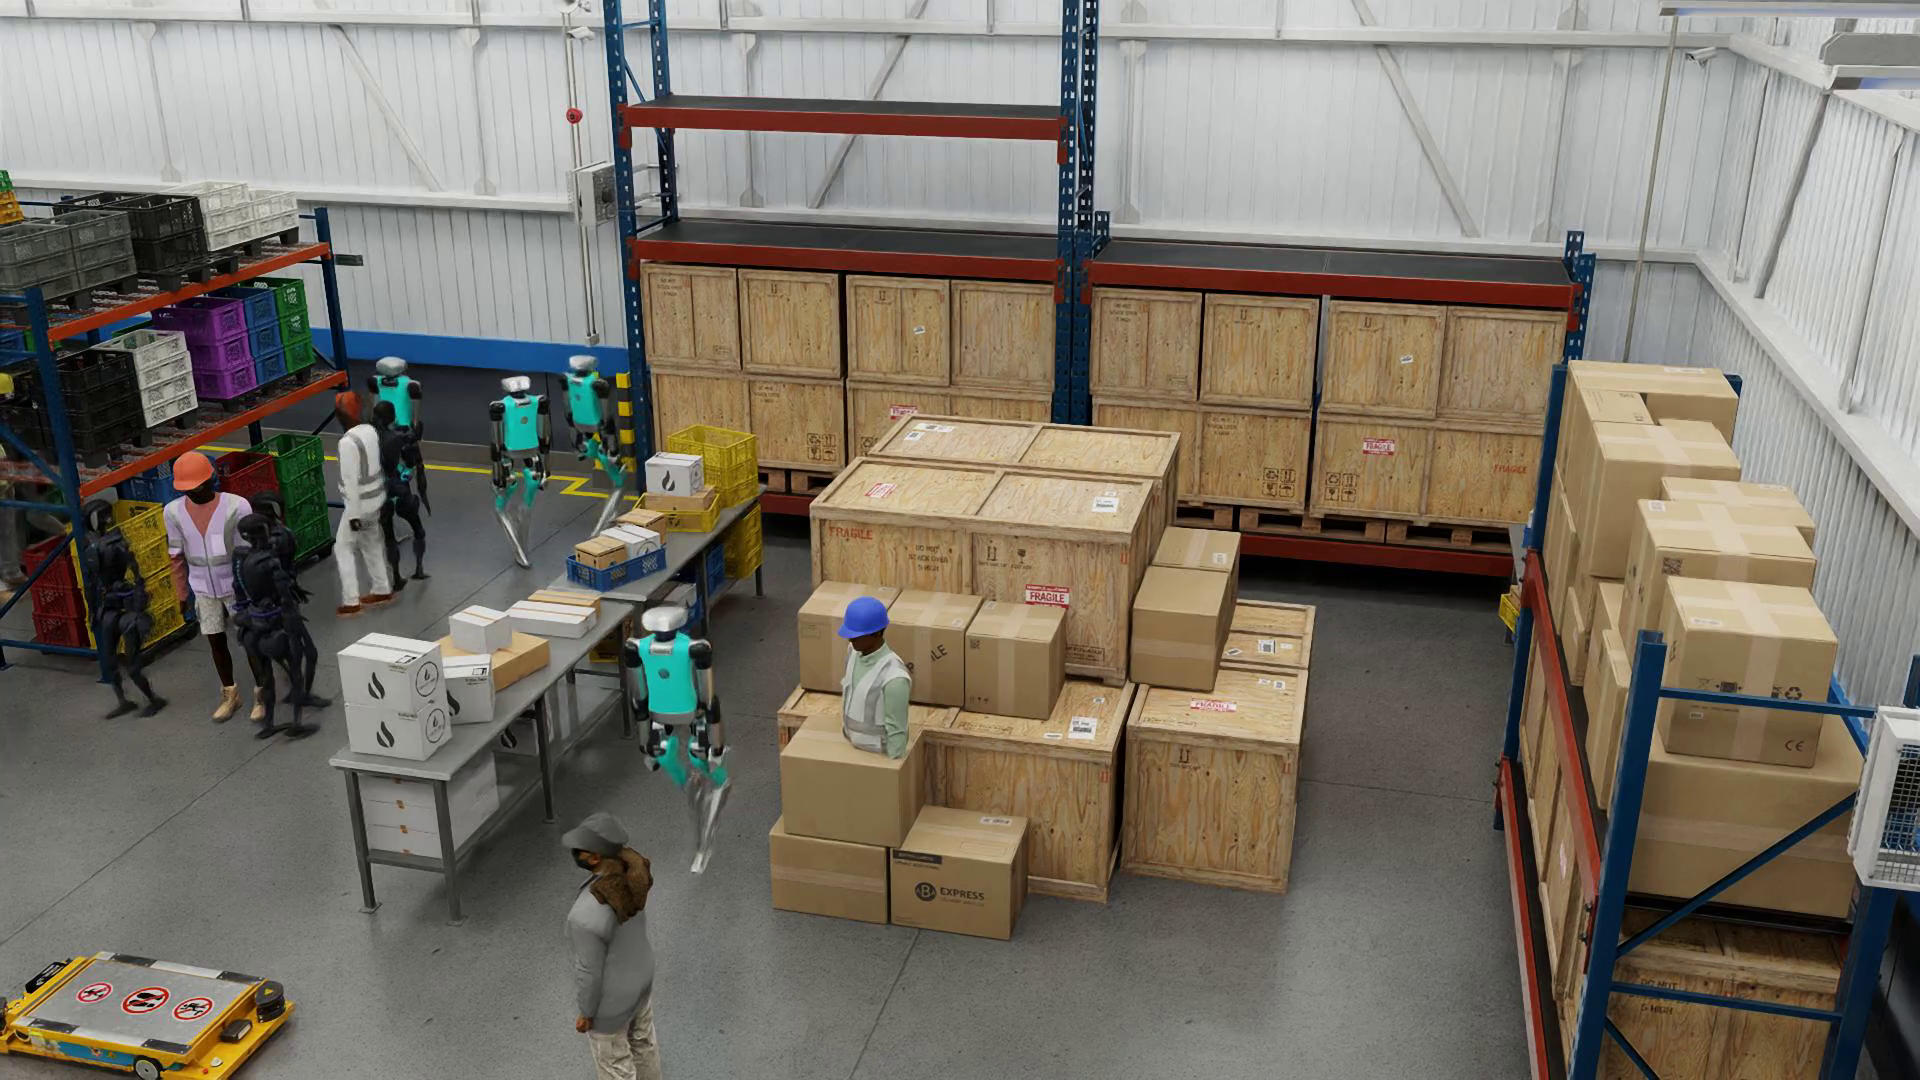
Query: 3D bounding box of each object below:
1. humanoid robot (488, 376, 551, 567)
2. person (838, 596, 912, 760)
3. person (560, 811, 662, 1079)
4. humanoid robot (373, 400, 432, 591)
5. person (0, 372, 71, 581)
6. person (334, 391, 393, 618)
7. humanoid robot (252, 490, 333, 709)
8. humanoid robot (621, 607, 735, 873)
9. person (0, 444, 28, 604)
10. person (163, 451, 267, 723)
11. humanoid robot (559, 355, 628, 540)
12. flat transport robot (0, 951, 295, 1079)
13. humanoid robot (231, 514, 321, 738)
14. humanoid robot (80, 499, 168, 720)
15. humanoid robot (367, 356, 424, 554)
[{"bbox_3d":[-3.936,-0.574,14.637,0.549,1.890,0.776,-15,26,-35],"label":"humanoid robot"},{"bbox_3d":[-0.494,1.211,9.545,0.411,1.939,0.602,-11,24,-27],"label":"person"},{"bbox_3d":[-1.572,2.035,7.618,0.396,1.769,0.564,6,22,14],"label":"person"},{"bbox_3d":[-4.809,-0.384,14.073,0.602,1.657,0.330,0,21,0],"label":"humanoid robot"},{"bbox_3d":[-8.114,-0.573,14.380,0.610,1.809,0.693,7,22,18],"label":"person"},{"bbox_3d":[-4.922,-0.292,13.591,0.417,1.859,0.649,2,21,4],"label":"person"},{"bbox_3d":[-4.827,0.420,11.968,0.355,1.656,0.587,-7,22,-19],"label":"humanoid robot"},{"bbox_3d":[-1.624,1.190,10.030,0.554,1.895,0.778,3,21,9],"label":"humanoid robot"},{"bbox_3d":[-8.081,-0.390,13.866,0.429,1.840,0.630,1,21,2],"label":"person"},{"bbox_3d":[-5.220,0.336,11.712,0.607,2.031,0.405,-2,21,-4],"label":"person"},{"bbox_3d":[-3.266,-0.901,15.391,0.554,1.762,0.935,11,23,26],"label":"humanoid robot"},{"bbox_3d":[-4.270,2.464,8.601,1.431,0.231,0.659,5,22,13],"label":"flat transport robot"},{"bbox_3d":[-4.804,0.598,11.503,0.606,1.654,0.322,13,24,30],"label":"humanoid robot"},{"bbox_3d":[-5.950,0.509,11.763,0.615,1.662,0.370,9,23,23],"label":"humanoid robot"},{"bbox_3d":[-5.147,-0.658,14.775,0.567,1.819,0.911,6,22,15],"label":"humanoid robot"}]
